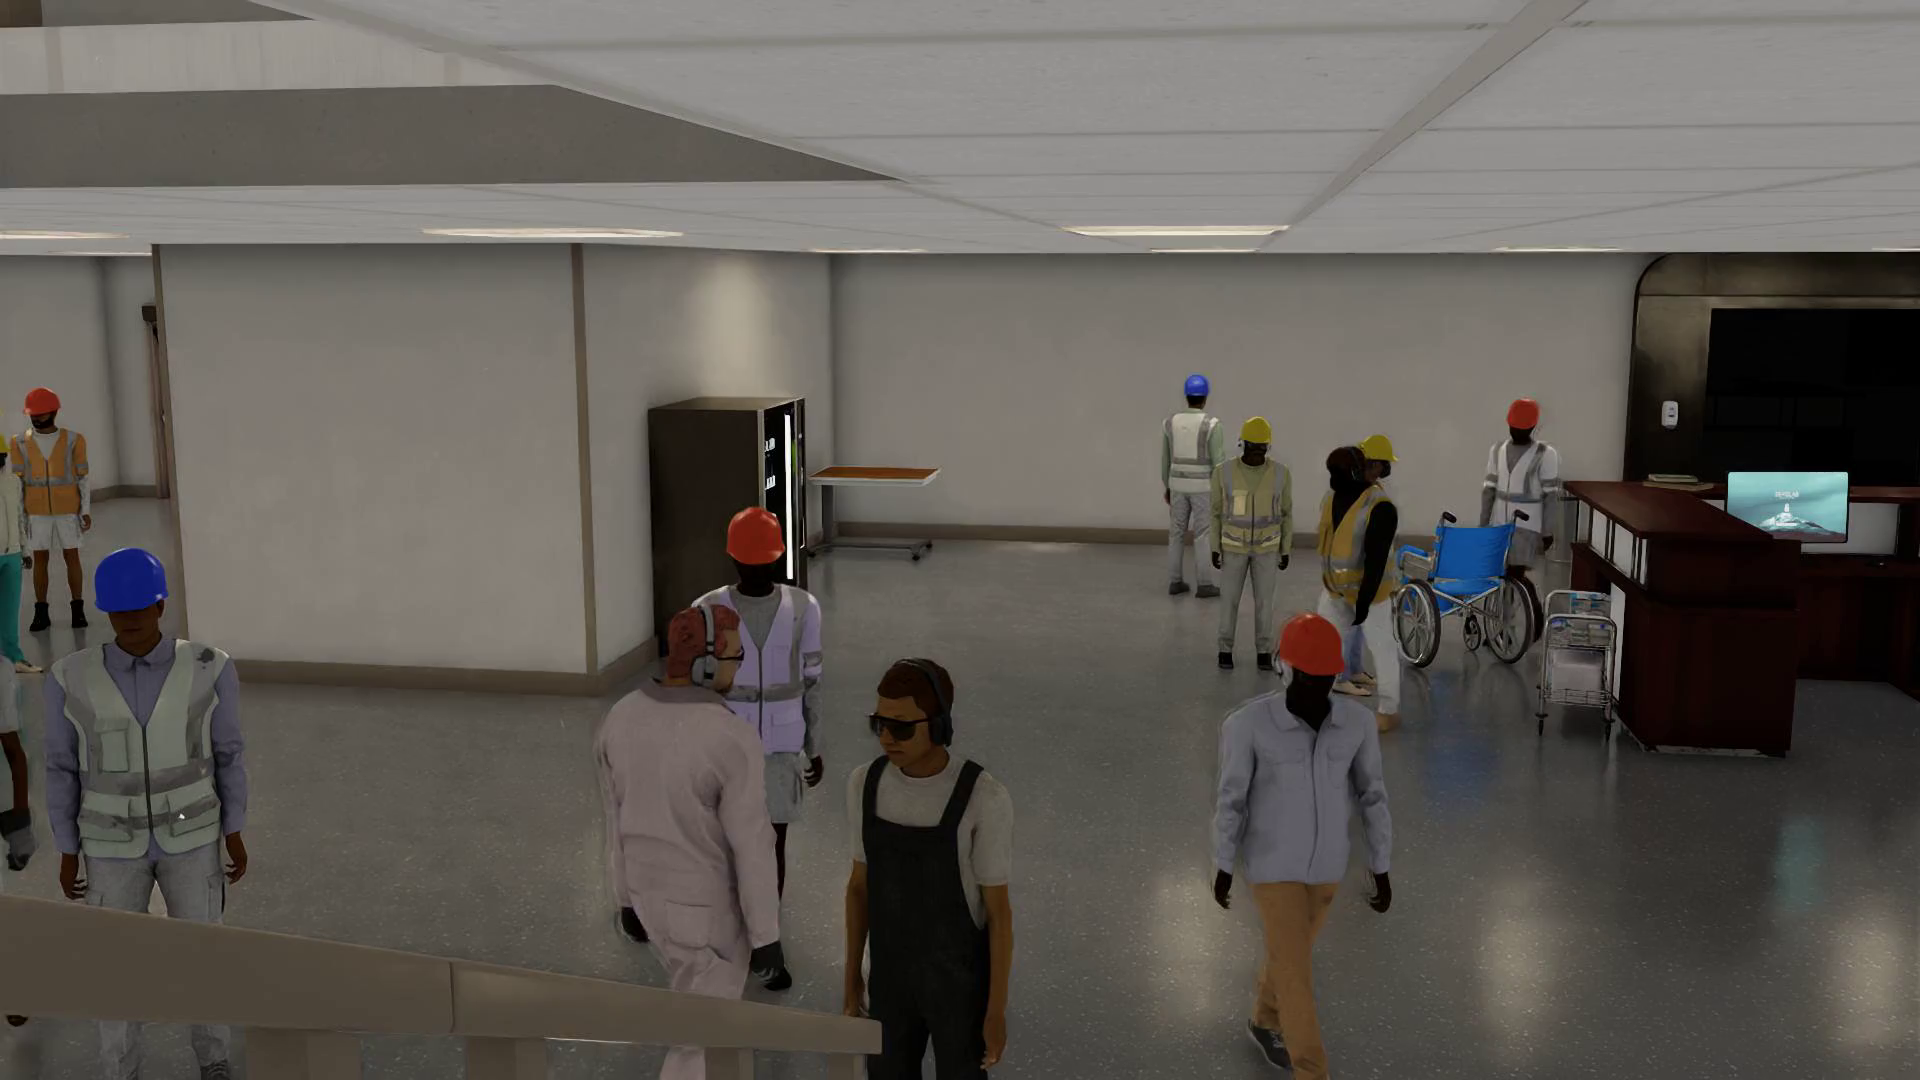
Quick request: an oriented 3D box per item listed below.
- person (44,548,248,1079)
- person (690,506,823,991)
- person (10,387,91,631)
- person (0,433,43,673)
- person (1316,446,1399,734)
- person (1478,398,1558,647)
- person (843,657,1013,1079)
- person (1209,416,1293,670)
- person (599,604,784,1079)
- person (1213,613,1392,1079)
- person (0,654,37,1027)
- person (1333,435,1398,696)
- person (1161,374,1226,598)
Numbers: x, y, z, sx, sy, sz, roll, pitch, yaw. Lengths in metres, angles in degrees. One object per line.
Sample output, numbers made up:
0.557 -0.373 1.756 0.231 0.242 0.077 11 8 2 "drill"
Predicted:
-2.699 0.984 5.559 0.605 1.948 0.391 -4 10 -25 "person"
-0.823 0.813 6.682 0.563 1.927 0.537 -2 9 -14 "person"
-7.189 -0.244 13.180 0.548 1.931 0.379 -4 10 -21 "person"
-6.673 0.104 11.545 0.313 1.768 0.528 2 9 12 "person"
2.344 0.328 10.091 0.964 1.782 0.651 -5 11 -30 "person"
4.172 -0.120 12.485 0.463 1.914 0.585 -6 11 -31 "person"
-0.095 1.210 4.506 0.521 1.838 0.344 5 11 30 "person"
2.070 0.030 11.845 0.591 1.827 0.403 1 9 5 "person"
-0.821 1.109 5.120 0.664 1.854 0.940 7 12 38 "person"
1.187 1.088 5.653 0.588 1.699 0.912 -3 10 -15 "person"
-3.530 0.992 5.824 0.513 1.852 0.630 -2 9 -14 "person"
2.748 0.166 11.204 0.349 1.758 0.522 5 11 29 "person"
2.046 -0.467 14.515 0.619 1.943 0.406 7 12 38 "person"
